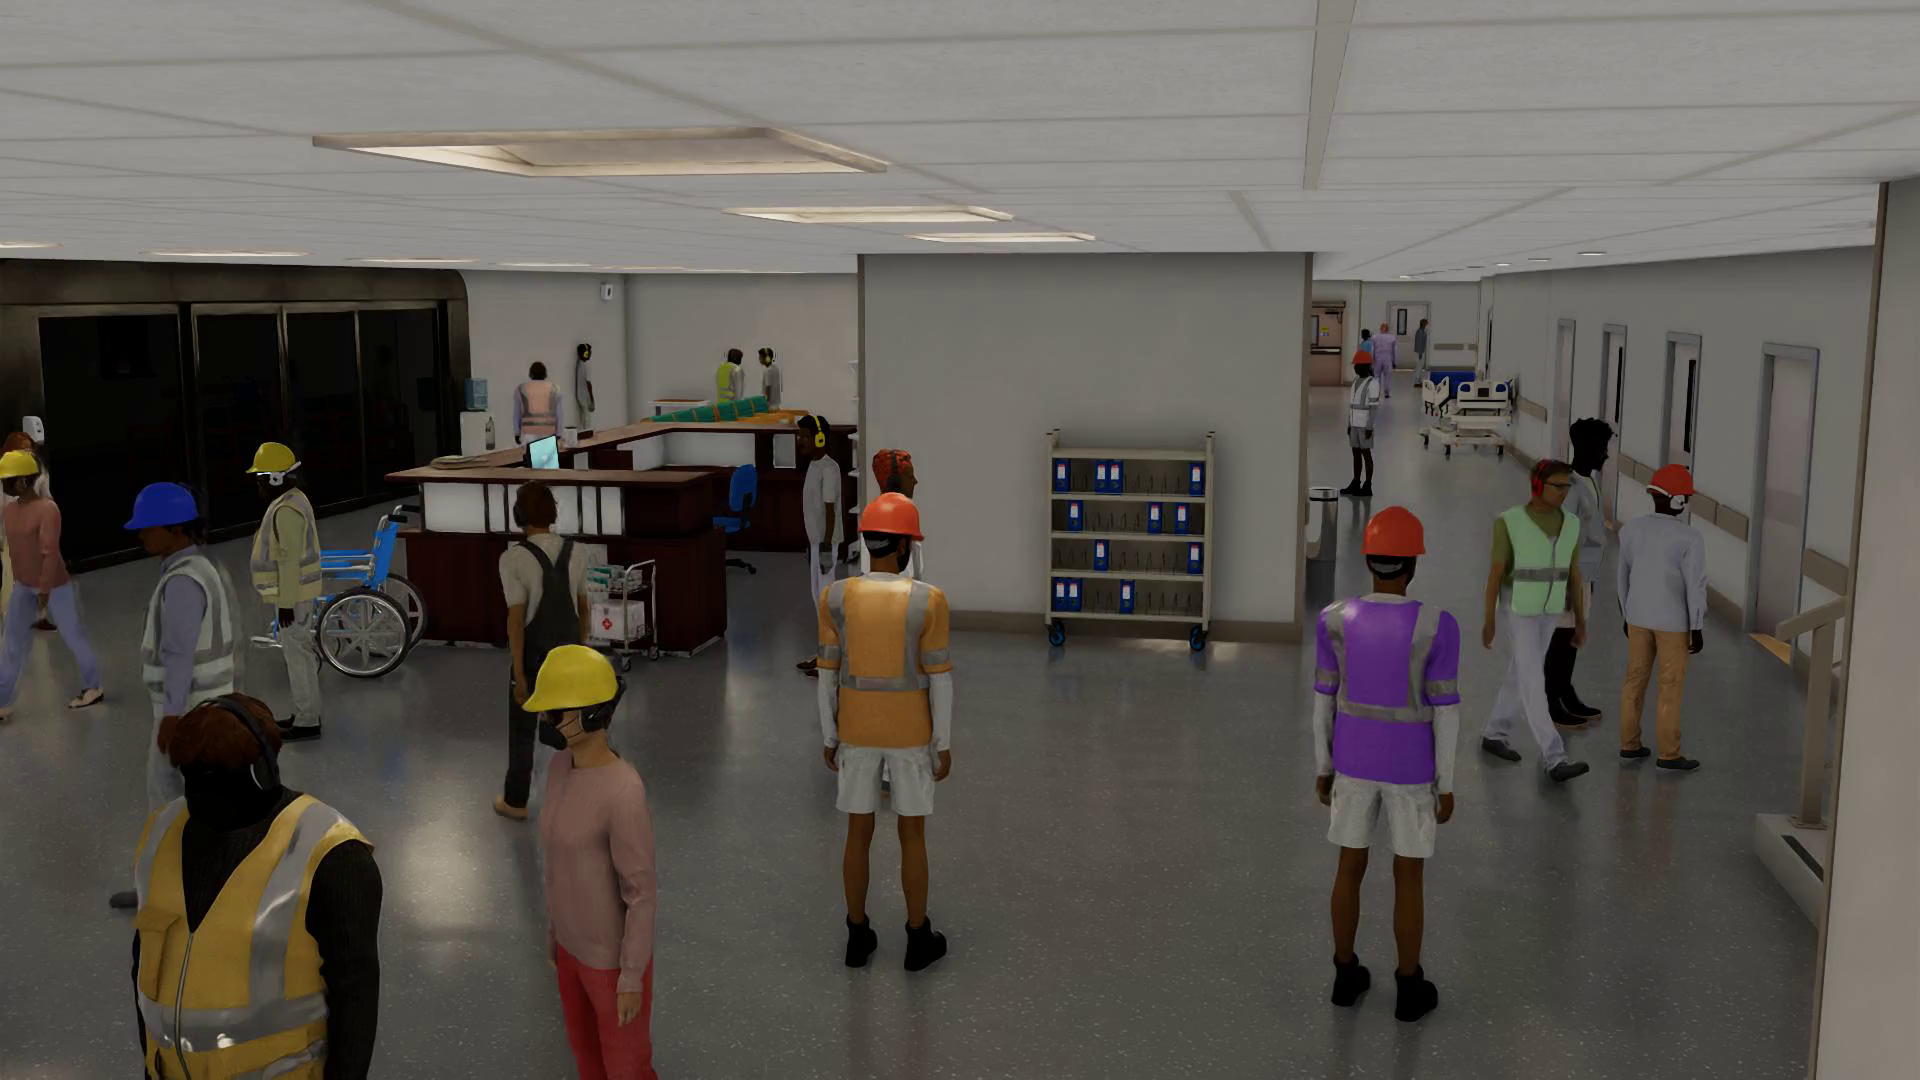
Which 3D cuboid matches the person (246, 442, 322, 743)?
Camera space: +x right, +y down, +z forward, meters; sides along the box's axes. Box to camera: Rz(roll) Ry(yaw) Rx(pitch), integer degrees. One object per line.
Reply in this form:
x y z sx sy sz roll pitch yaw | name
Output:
-4.092 0.316 10.122 0.404 1.825 0.599 -3 9 -21 | person

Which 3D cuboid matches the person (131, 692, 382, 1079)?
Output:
-1.644 1.254 3.847 0.623 1.839 0.429 2 9 15 | person

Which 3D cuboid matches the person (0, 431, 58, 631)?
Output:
-7.440 -0.052 13.219 0.286 1.627 0.504 5 10 30 | person

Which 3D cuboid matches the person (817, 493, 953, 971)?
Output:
-0.293 0.771 6.733 0.550 1.927 0.381 2 9 12 | person

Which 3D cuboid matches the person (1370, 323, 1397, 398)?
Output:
10.713 -4.545 42.111 0.670 1.908 0.403 2 9 10 | person

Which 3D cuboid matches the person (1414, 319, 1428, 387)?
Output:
12.919 -5.240 46.631 0.377 1.931 0.636 3 9 22 | person

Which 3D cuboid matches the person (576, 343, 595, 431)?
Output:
-6.195 -2.296 27.330 0.528 1.861 0.319 8 11 42 | person

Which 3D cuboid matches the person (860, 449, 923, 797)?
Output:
-0.367 0.447 9.037 0.355 1.883 0.573 -3 9 -18 | person

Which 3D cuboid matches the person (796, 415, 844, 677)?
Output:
-0.995 0.039 11.825 0.326 1.862 0.507 -3 9 -19 | person

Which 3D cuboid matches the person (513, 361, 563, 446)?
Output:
-5.460 -1.404 21.547 0.631 1.820 0.763 -2 9 -14 | person

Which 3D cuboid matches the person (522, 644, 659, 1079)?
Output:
-1.039 1.160 4.688 0.329 1.767 0.528 -7 11 -37 | person

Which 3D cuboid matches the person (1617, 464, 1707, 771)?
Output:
4.025 0.438 9.522 0.328 1.752 0.563 -5 10 -29 | person

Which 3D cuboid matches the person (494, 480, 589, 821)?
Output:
-2.018 0.602 8.312 0.530 1.800 1.020 -8 12 -43 | person

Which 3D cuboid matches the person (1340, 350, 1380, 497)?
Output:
5.320 -1.546 22.082 0.354 1.939 0.545 -3 9 -21 | person

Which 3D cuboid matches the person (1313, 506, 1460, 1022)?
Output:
1.611 0.835 6.297 0.548 1.934 0.382 5 10 31 | person

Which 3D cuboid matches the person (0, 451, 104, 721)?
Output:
-5.930 0.291 10.642 0.541 1.722 0.917 3 9 22 | person

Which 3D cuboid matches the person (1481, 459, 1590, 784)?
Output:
3.285 0.443 9.363 0.584 1.785 0.989 -4 9 -23 | person

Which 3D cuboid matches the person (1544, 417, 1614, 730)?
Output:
3.854 0.204 10.422 0.387 1.954 0.610 6 10 33 | person

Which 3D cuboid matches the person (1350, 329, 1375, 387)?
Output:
10.986 -4.887 45.140 0.850 1.653 0.550 -1 9 -9 | person

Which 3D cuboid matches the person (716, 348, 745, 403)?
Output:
-3.785 -2.224 27.118 0.638 1.794 0.922 7 11 39 | person
